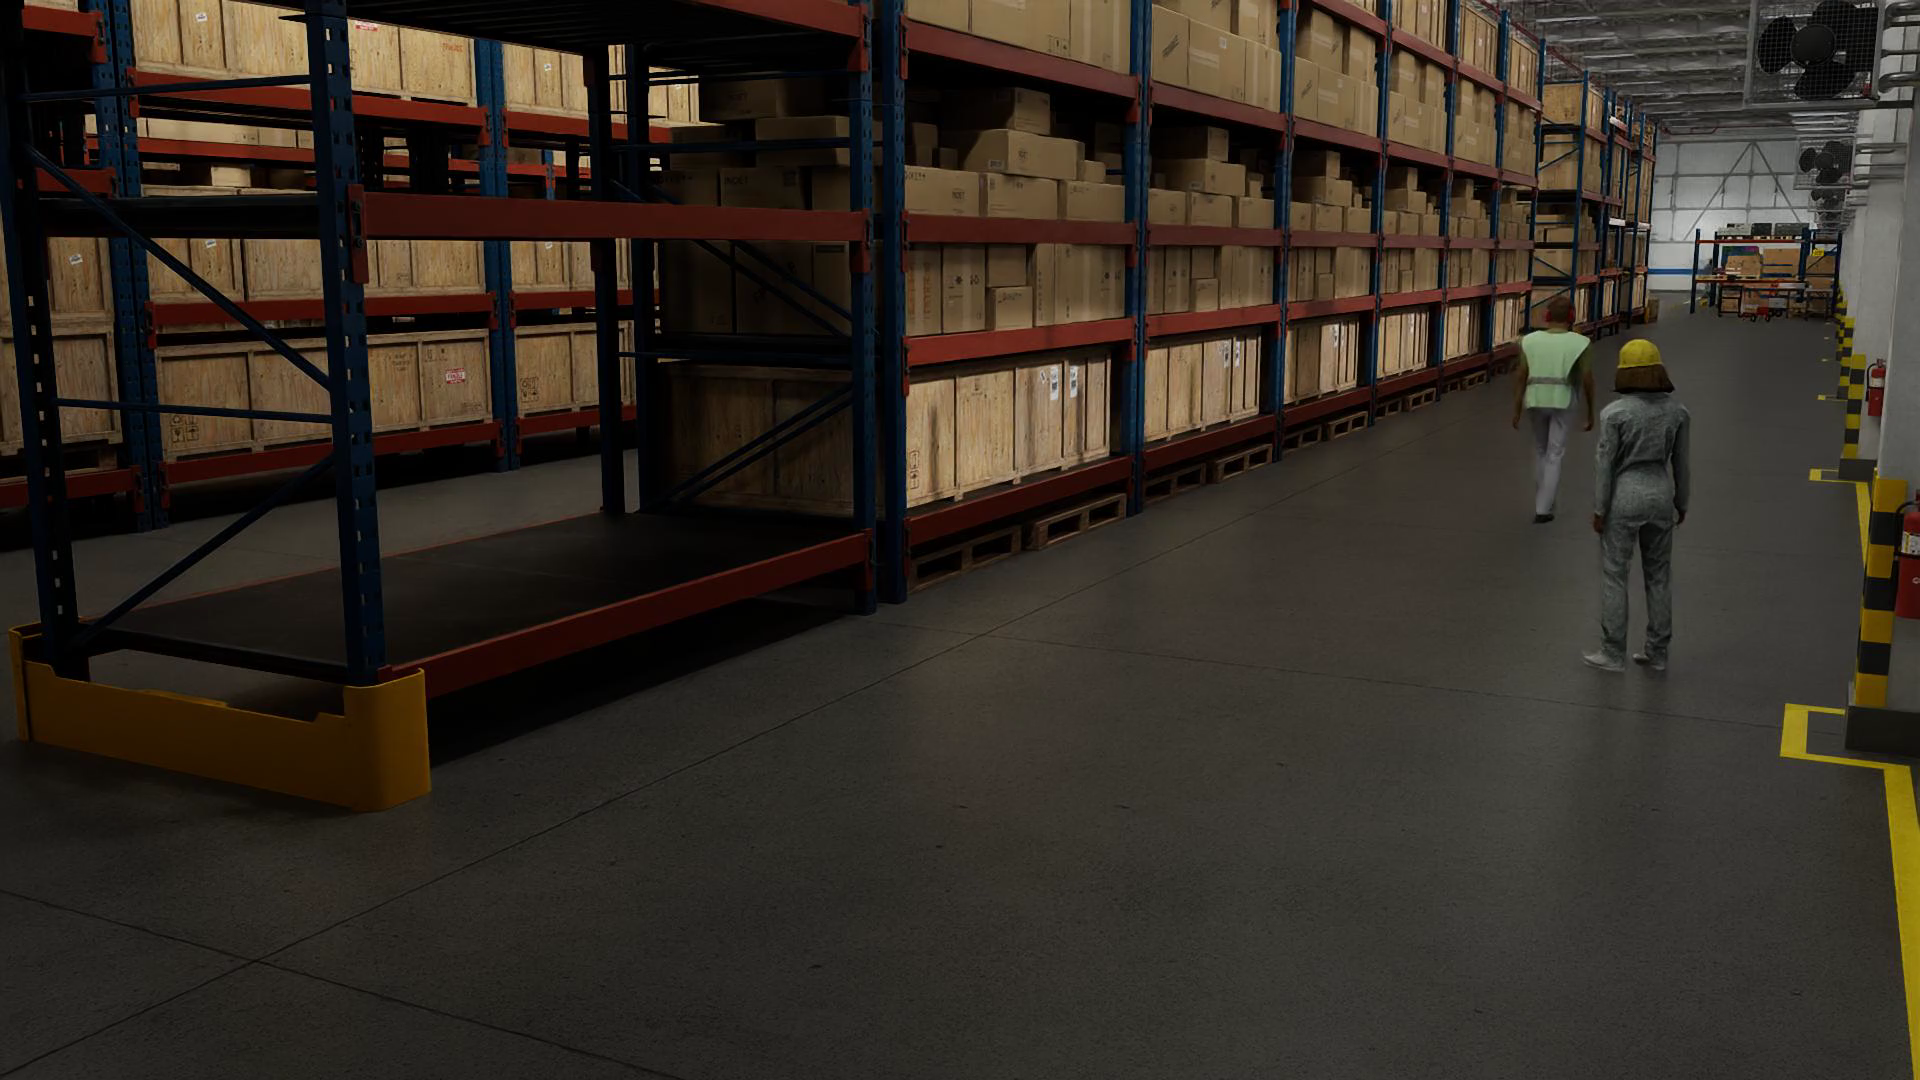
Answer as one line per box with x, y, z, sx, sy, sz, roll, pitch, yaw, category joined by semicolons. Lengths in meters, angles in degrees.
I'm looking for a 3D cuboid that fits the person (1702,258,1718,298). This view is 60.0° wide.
35.963;-12.500;79.537;0.654;1.893;0.977;-6;11;-31;person

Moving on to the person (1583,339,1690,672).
3.557;-0.179;8.702;0.542;1.734;0.334;-1;10;-7;person

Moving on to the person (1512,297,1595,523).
4.895;-1.069;13.600;0.603;1.812;0.840;8;12;38;person
